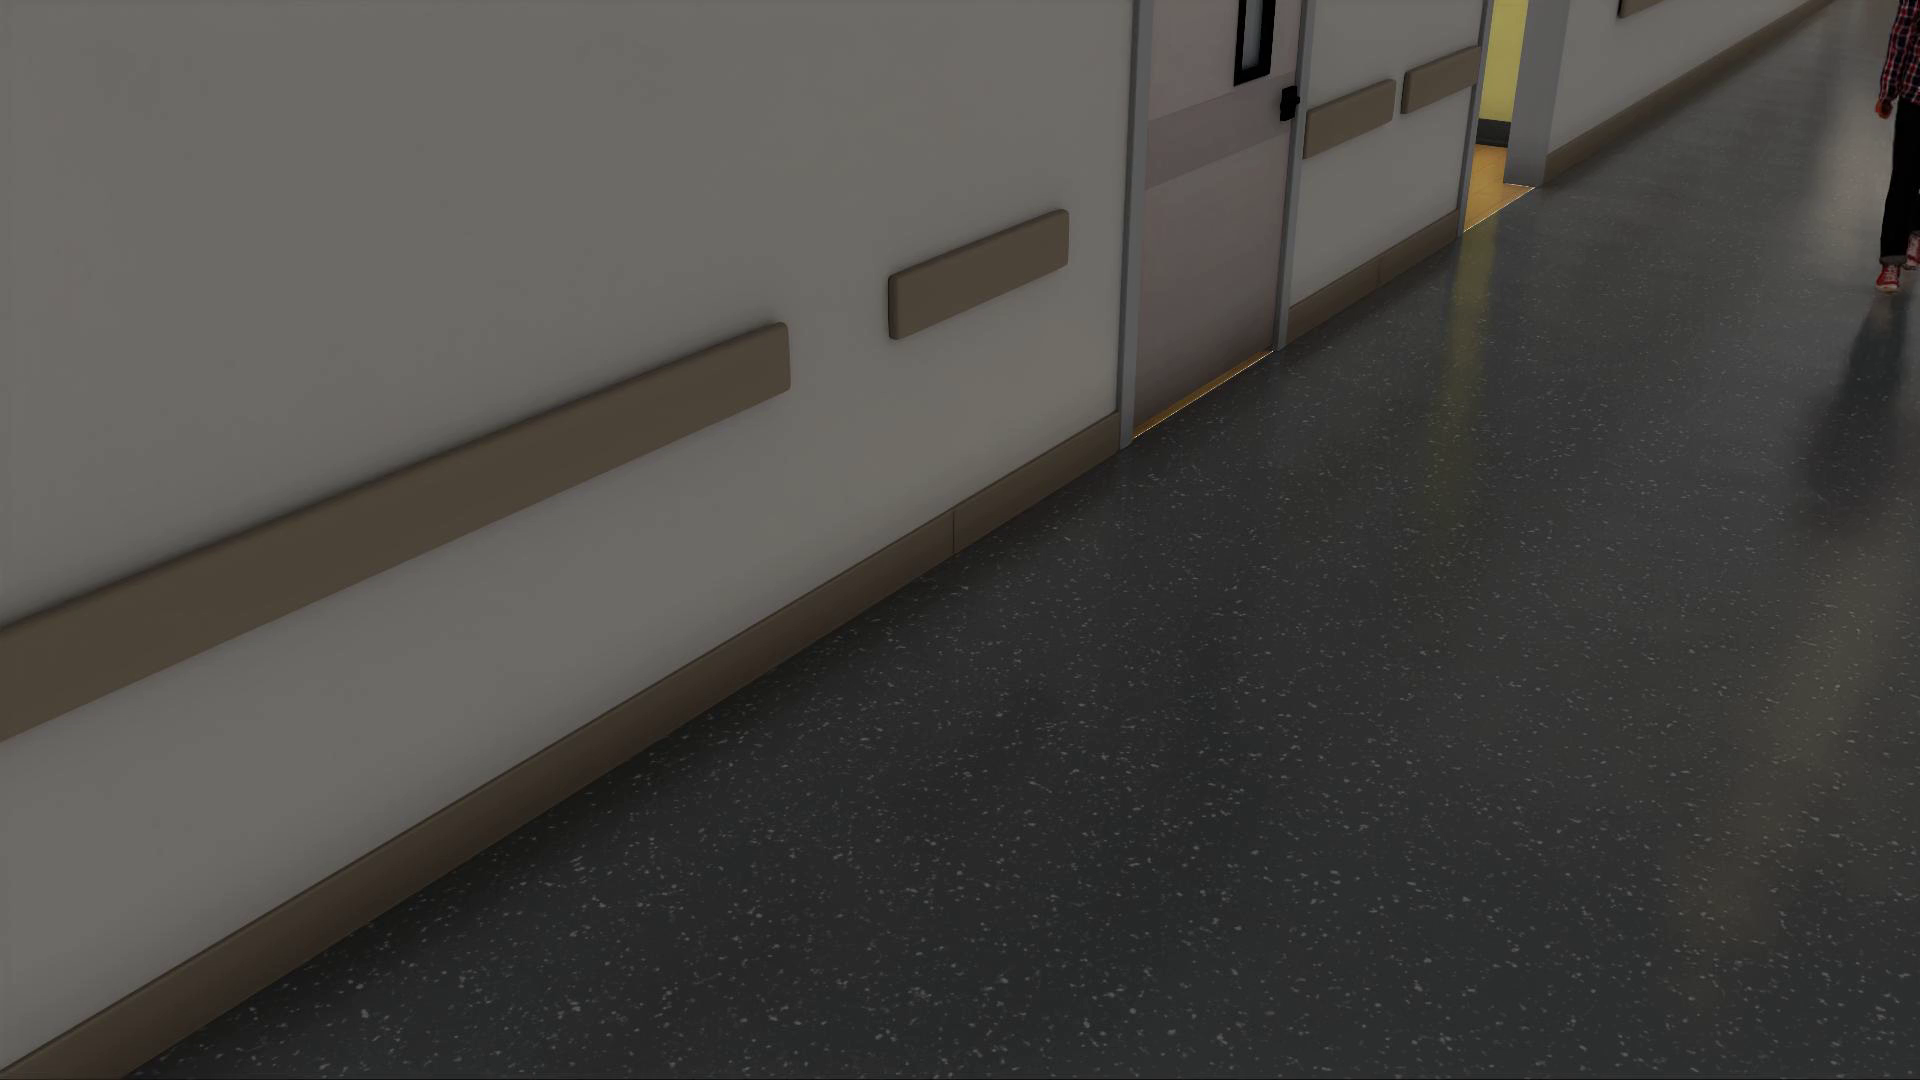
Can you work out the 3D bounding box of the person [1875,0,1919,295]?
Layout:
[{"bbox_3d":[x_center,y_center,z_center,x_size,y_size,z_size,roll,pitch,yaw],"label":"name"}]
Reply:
[{"bbox_3d":[4.569,-2.061,7.714,1.064,1.733,0.872,12,28,24],"label":"person"}]
